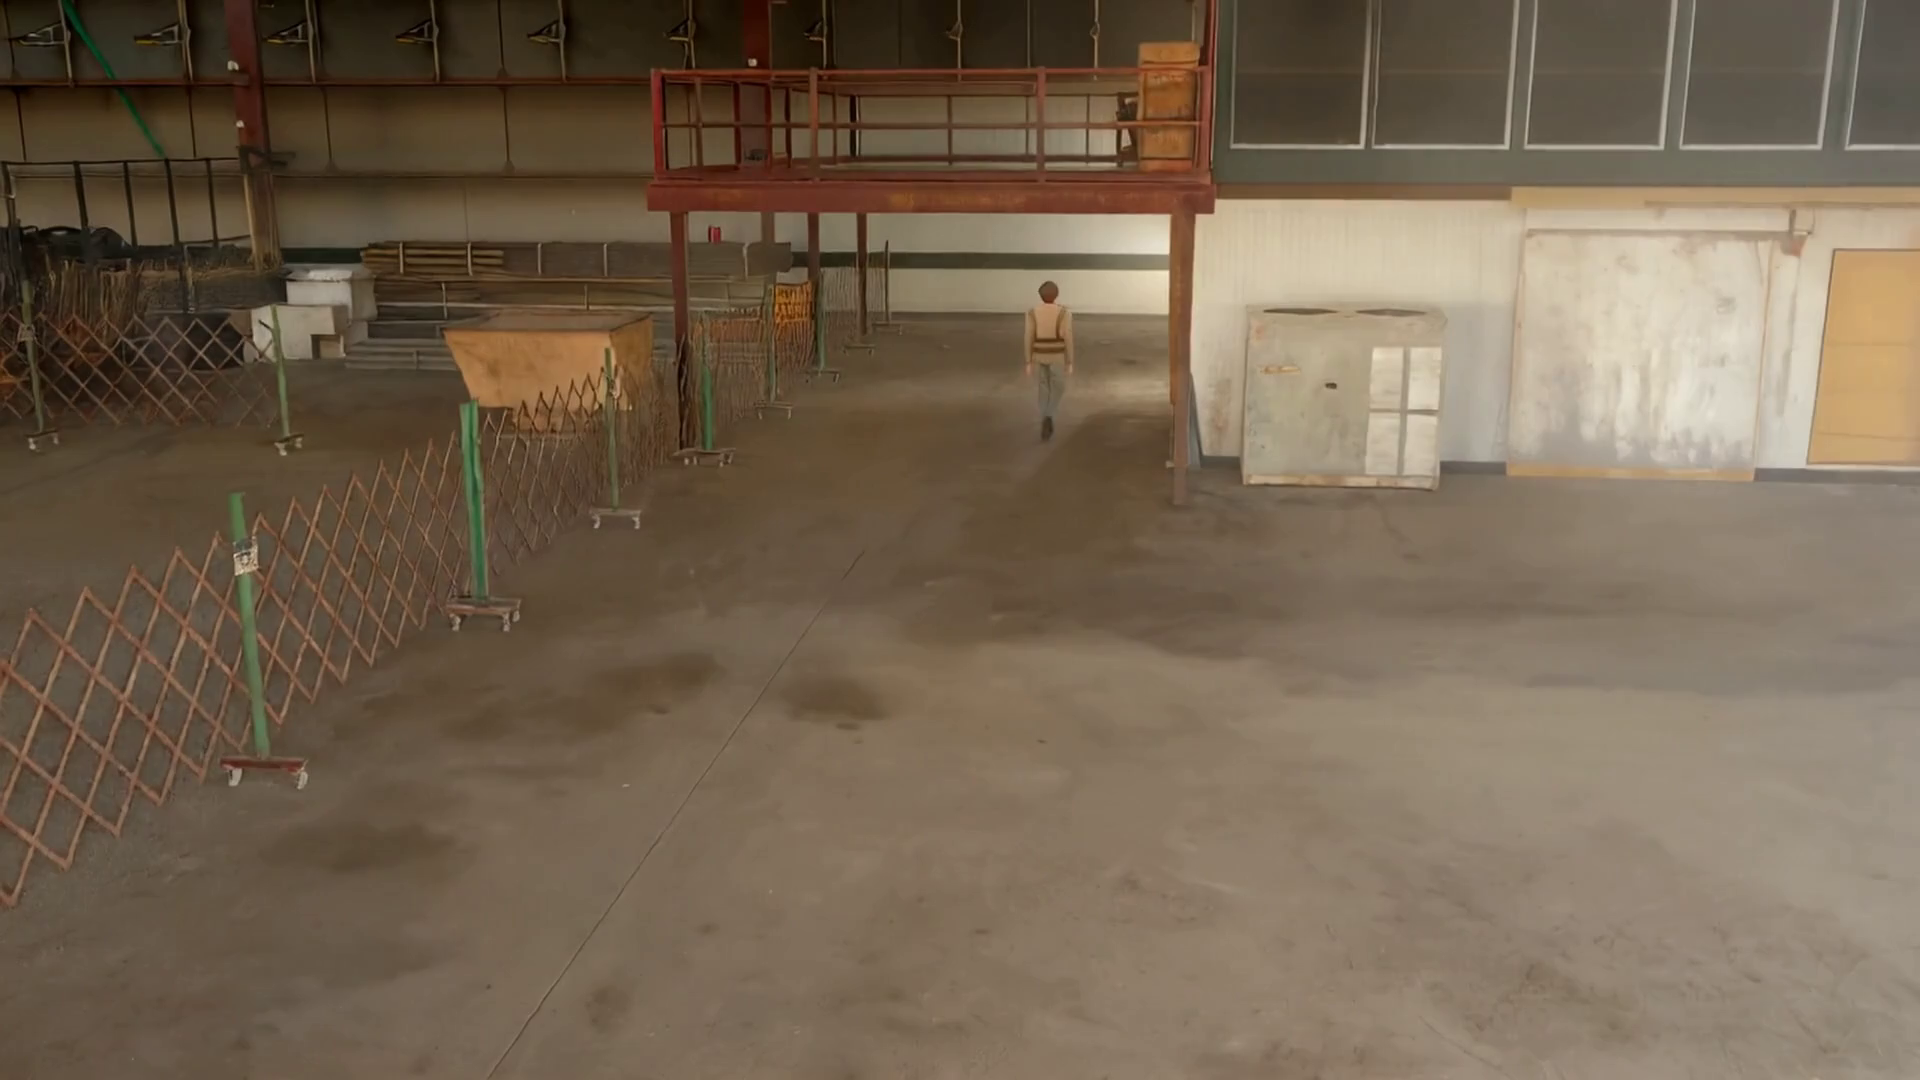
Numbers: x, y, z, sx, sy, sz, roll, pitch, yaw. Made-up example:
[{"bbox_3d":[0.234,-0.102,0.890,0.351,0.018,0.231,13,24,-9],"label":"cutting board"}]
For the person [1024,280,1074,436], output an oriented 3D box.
[{"bbox_3d":[1.031,-2.119,19.563,0.597,1.869,0.595,5,15,19],"label":"person"}]
